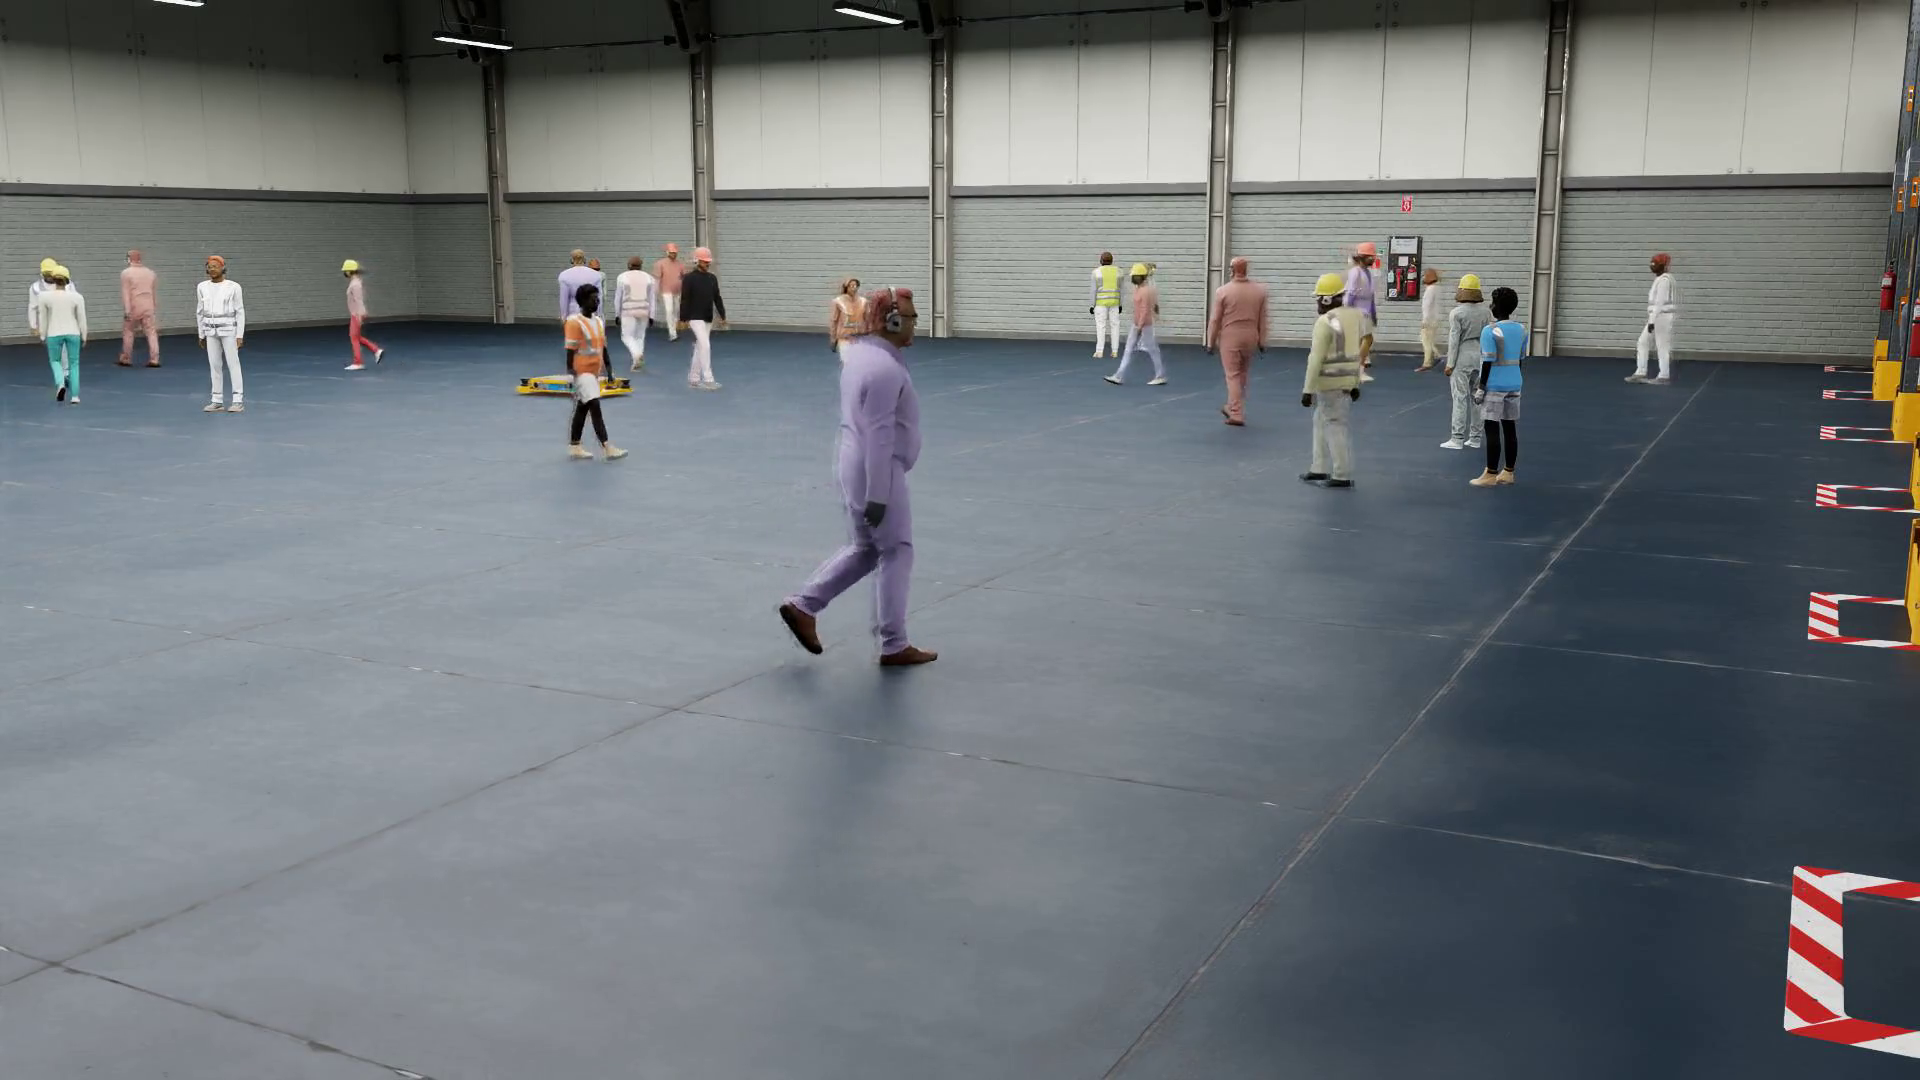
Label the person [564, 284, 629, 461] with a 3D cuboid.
[{"bbox_3d":[-3.406,-1.569,15.681,0.794,1.660,0.558,3,11,17],"label":"person"}]

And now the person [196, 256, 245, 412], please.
[{"bbox_3d":[-8.945,-2.487,20.118,0.584,1.884,0.349,1,10,6],"label":"person"}]

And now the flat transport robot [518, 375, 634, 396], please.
[{"bbox_3d":[-5.149,-2.073,22.264,1.431,0.197,0.652,5,11,26],"label":"flat transport robot"}]

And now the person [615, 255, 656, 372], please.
[{"bbox_3d":[-5.015,-3.493,25.792,0.635,1.819,0.616,-6,12,-31],"label":"person"}]

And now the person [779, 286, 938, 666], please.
[{"bbox_3d":[-0.495,-0.300,8.184,0.690,1.890,0.663,-3,11,-18],"label":"person"}]

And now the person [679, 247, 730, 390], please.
[{"bbox_3d":[-3.468,-3.035,22.909,0.898,1.953,0.647,6,12,32],"label":"person"}]

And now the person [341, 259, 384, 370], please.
[{"bbox_3d":[-9.529,-3.578,26.431,0.529,1.749,0.535,-3,11,-18],"label":"person"}]

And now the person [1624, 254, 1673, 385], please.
[{"bbox_3d":[9.845,-3.144,23.754,0.740,1.860,0.616,3,11,15],"label":"person"}]

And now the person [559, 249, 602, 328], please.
[{"bbox_3d":[-5.535,-3.278,24.300,0.627,1.935,0.373,-5,12,-26],"label":"person"}]

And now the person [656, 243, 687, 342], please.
[{"bbox_3d":[-5.723,-4.959,33.388,0.653,1.955,0.931,-5,12,-27],"label":"person"}]

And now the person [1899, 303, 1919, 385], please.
[{"bbox_3d":[11.067,-2.188,19.178,0.280,1.633,0.502,-4,11,-21],"label":"person"}]

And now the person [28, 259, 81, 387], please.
[{"bbox_3d":[-12.761,-3.045,23.414,0.626,1.784,0.910,-4,11,-21],"label":"person"}]

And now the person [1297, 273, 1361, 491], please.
[{"bbox_3d":[3.034,-1.321,13.965,0.713,1.804,0.626,9,14,40],"label":"person"}]

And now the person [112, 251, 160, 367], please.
[{"bbox_3d":[-13.363,-3.730,26.920,0.925,1.863,0.678,5,11,25],"label":"person"}]

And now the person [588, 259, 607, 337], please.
[{"bbox_3d":[-7.642,-5.071,34.899,0.500,1.633,0.281,-9,14,-41],"label":"person"}]

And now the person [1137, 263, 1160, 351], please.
[{"bbox_3d":[3.518,-4.254,30.459,0.627,1.615,0.545,6,12,30],"label":"person"}]

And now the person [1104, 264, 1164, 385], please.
[{"bbox_3d":[2.527,-3.044,23.594,0.898,1.711,0.545,-3,11,-17],"label":"person"}]

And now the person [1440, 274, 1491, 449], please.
[{"bbox_3d":[5.064,-1.781,16.656,0.487,1.744,0.296,-5,11,-24],"label":"person"}]

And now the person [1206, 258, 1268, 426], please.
[{"bbox_3d":[3.087,-2.250,18.886,0.674,1.865,0.887,-4,11,-20],"label":"person"}]

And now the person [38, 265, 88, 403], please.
[{"bbox_3d":[-11.350,-2.596,21.070,0.547,1.751,0.390,-5,12,-26],"label":"person"}]

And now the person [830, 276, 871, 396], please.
[{"bbox_3d":[-1.316,-2.441,20.590,0.530,1.618,0.560,-8,13,-38],"label":"person"}]

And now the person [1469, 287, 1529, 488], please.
[{"bbox_3d":[4.561,-1.283,14.068,0.535,1.697,0.318,-7,13,-35],"label":"person"}]

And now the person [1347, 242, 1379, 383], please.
[{"bbox_3d":[5.842,-3.243,23.851,0.644,2.023,0.648,7,12,32],"label":"person"}]

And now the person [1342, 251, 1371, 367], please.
[{"bbox_3d":[6.270,-3.727,26.928,0.911,1.871,0.650,3,11,16],"label":"person"}]

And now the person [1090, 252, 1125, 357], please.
[{"bbox_3d":[2.558,-4.111,29.095,0.621,1.845,0.429,-3,11,-14],"label":"person"}]

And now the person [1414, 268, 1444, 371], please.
[{"bbox_3d":[7.349,-3.446,26.080,0.360,1.621,0.500,4,11,22],"label":"person"}]
